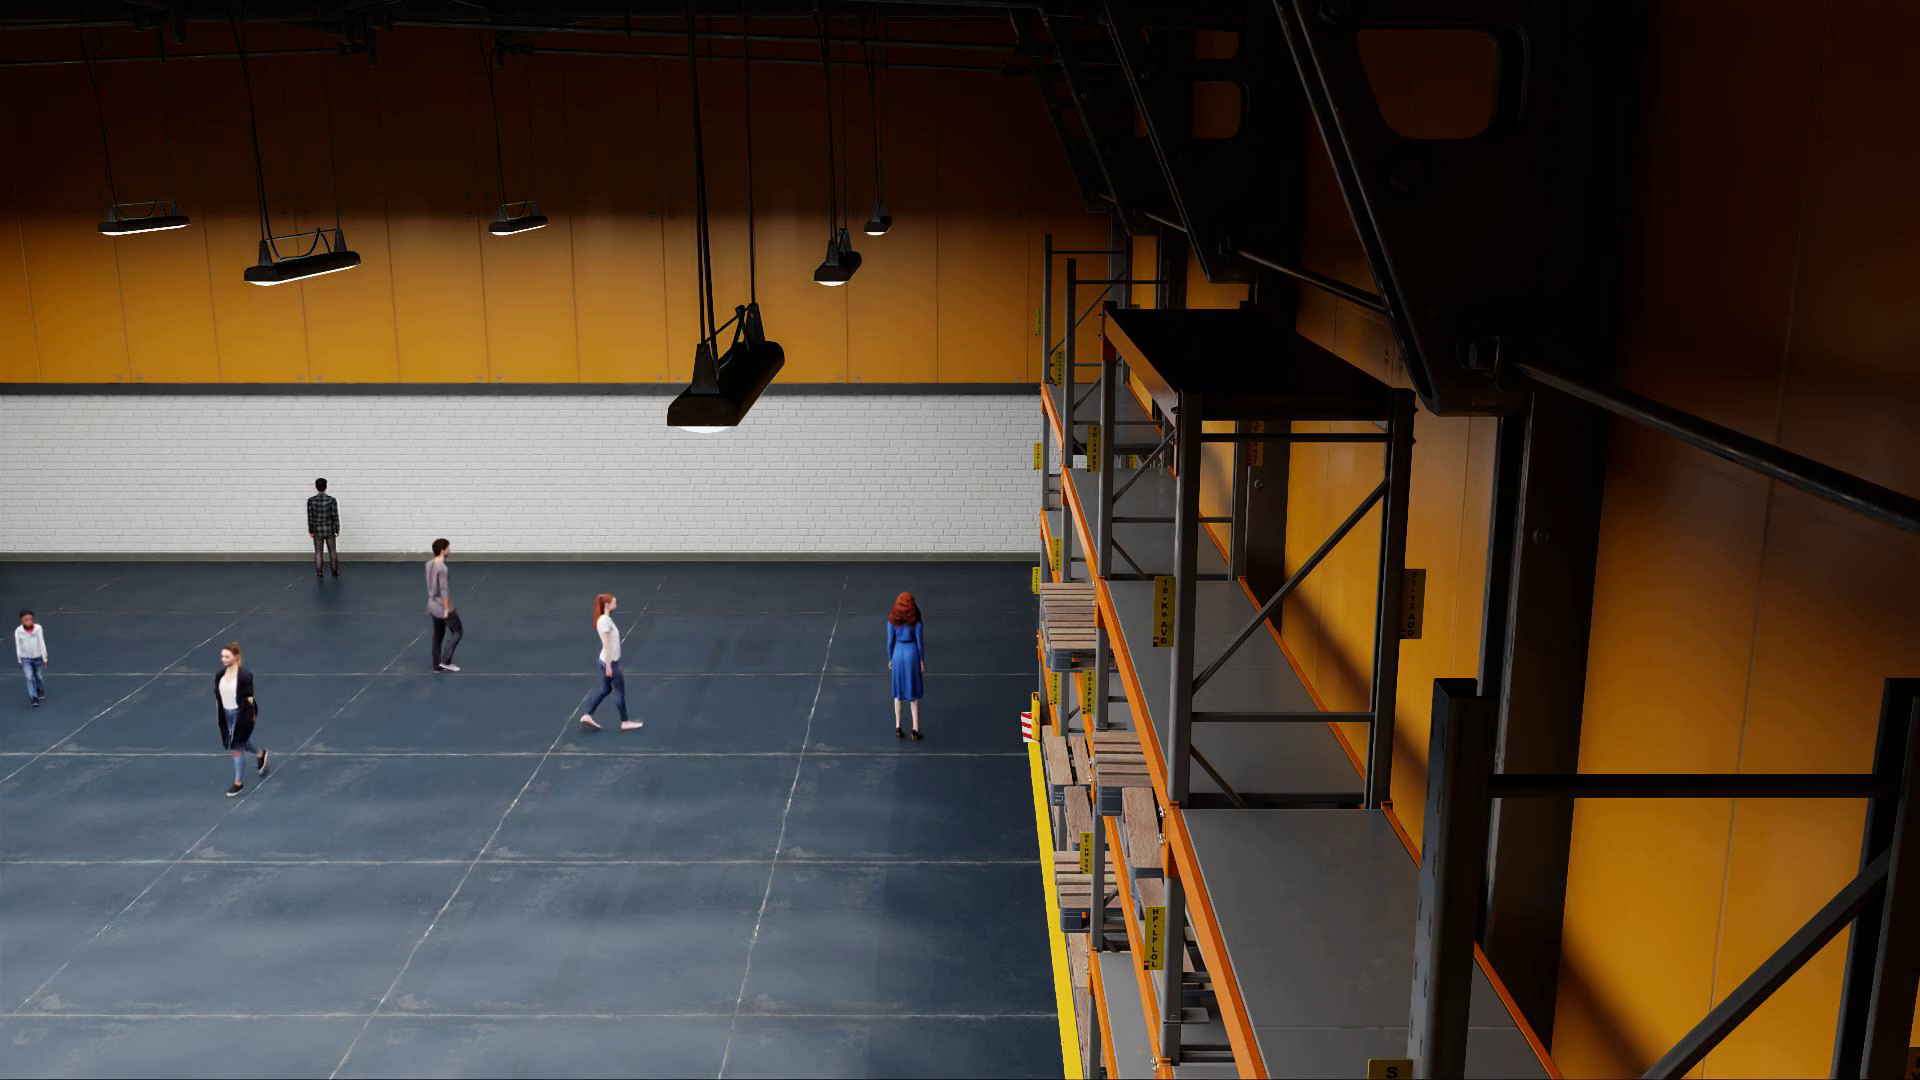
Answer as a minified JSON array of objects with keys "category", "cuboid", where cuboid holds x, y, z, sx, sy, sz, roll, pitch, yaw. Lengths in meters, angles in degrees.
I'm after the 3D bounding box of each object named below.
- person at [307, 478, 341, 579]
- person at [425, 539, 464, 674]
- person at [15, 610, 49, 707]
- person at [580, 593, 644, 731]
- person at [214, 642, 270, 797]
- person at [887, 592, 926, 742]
[{"category":"person","cuboid":[-10.484,-0.182,27.353,0.711,1.709,0.616,-4,14,-16]},{"category":"person","cuboid":[-7.043,0.913,22.314,0.787,1.835,0.830,11,18,39]},{"category":"person","cuboid":[-11.856,1.484,21.250,0.781,1.226,0.941,-9,16,-32]},{"category":"person","cuboid":[-4.329,1.498,20.142,0.848,1.721,0.986,-5,14,-19]},{"category":"person","cuboid":[-7.960,1.939,18.447,0.767,1.661,1.112,3,14,12]},{"category":"person","cuboid":[-0.649,1.507,19.877,0.680,1.828,0.676,4,14,18]}]
